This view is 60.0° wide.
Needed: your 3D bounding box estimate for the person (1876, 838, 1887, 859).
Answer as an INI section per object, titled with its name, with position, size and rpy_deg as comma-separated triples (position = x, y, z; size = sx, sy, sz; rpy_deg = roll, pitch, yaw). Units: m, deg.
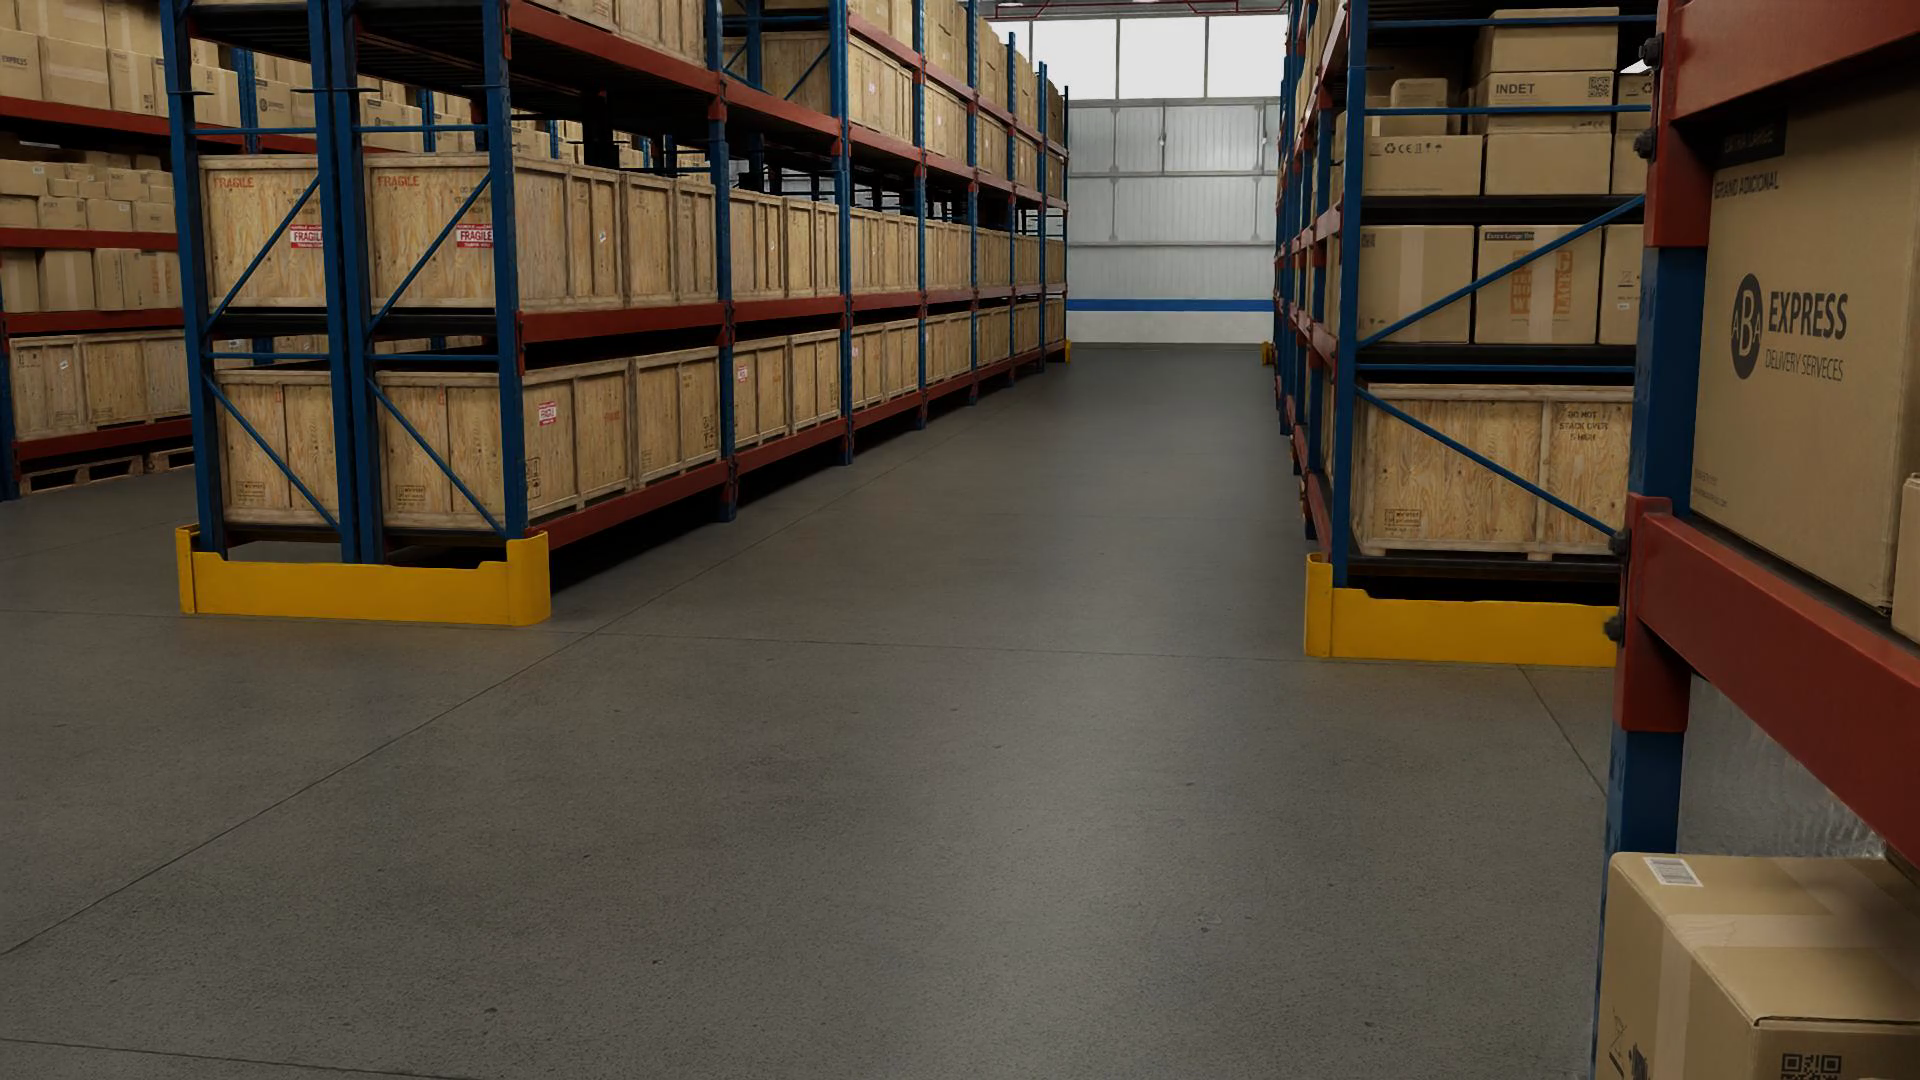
[person]
position = 2.369, 0.629, 3.764
size = 0.865, 1.595, 0.520
rpy_deg = -1, 9, -5
